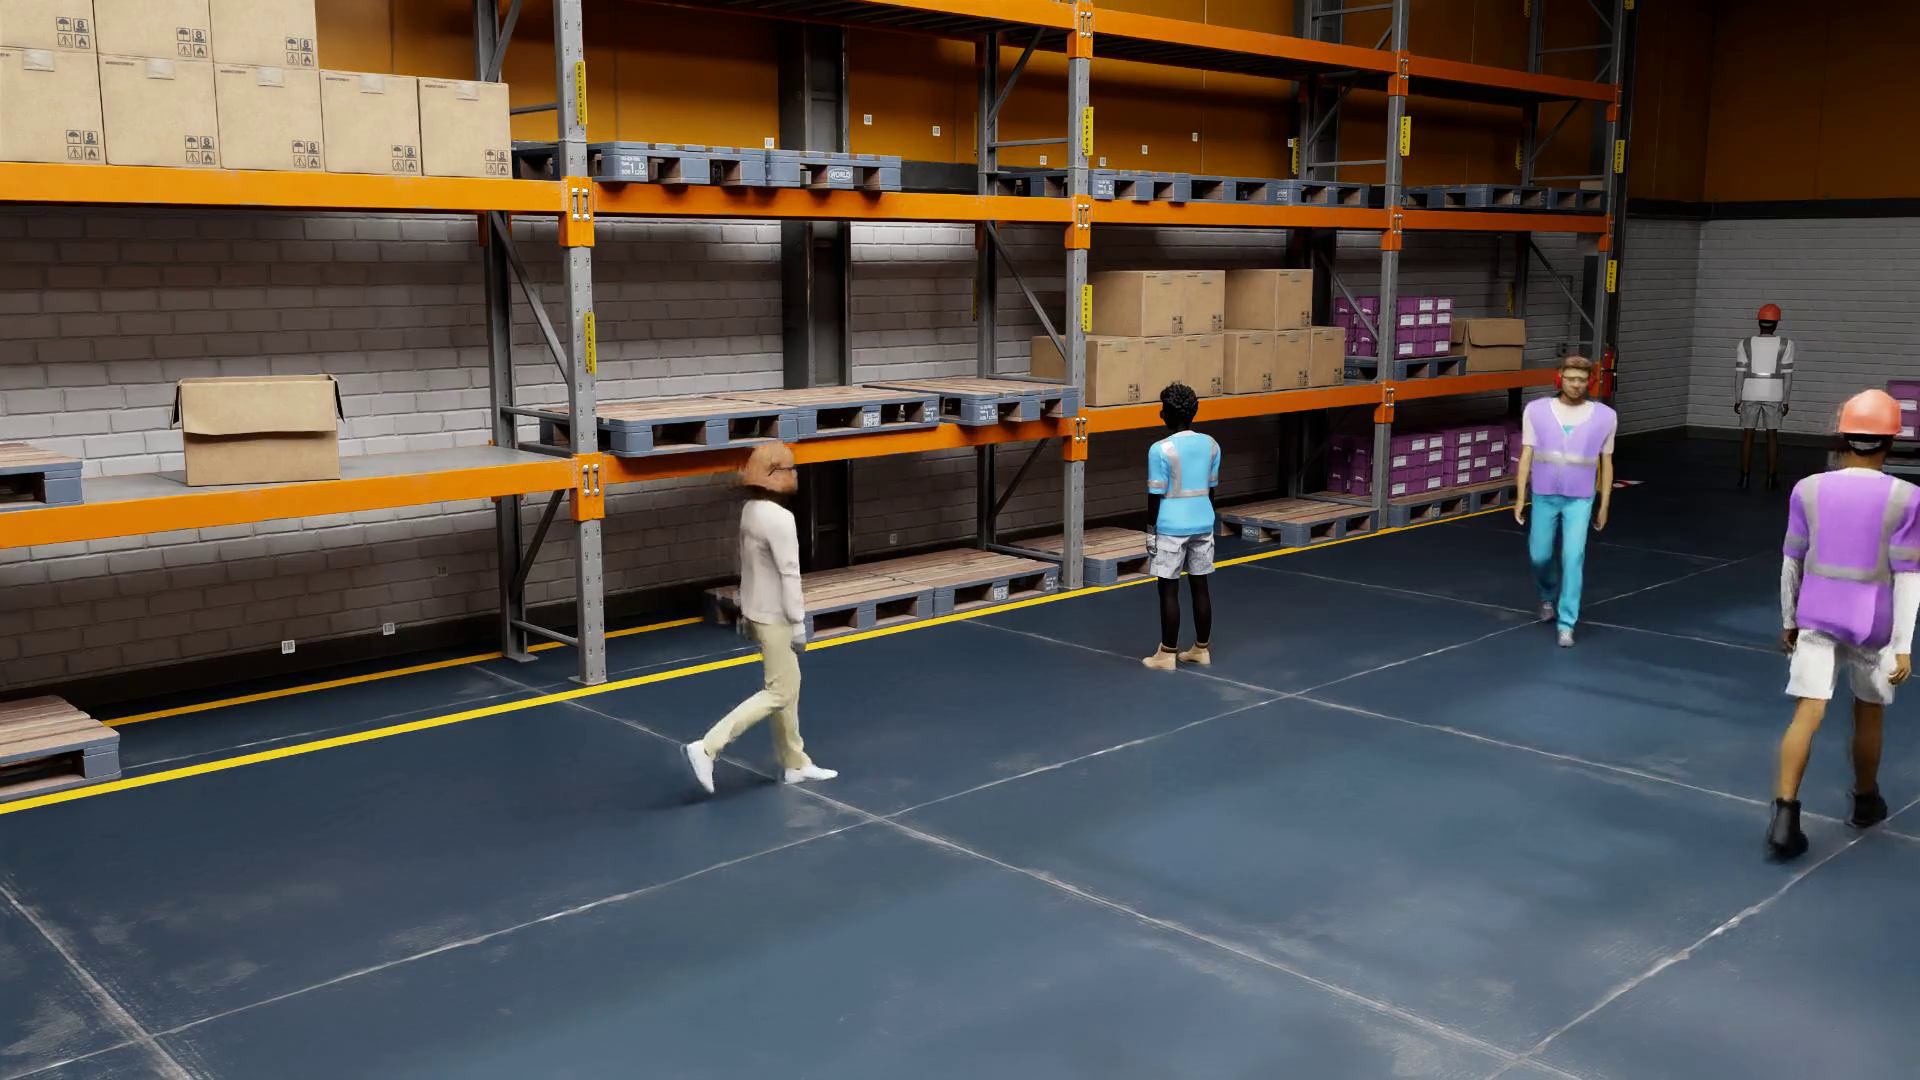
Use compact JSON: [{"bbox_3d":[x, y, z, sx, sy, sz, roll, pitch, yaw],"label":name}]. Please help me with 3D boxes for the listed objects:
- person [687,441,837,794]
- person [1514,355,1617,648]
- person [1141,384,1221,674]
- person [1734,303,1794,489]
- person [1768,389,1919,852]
[{"bbox_3d":[-0.897,0.356,7.495,0.679,1.614,0.507,-4,10,-22],"label":"person"},{"bbox_3d":[3.836,-0.271,10.572,0.580,1.822,0.723,4,11,24],"label":"person"},{"bbox_3d":[1.293,-0.062,9.727,0.534,1.694,0.320,-7,12,-34],"label":"person"},{"bbox_3d":[8.397,-1.498,17.410,0.547,1.938,0.377,5,11,29],"label":"person"},{"bbox_3d":[3.634,0.333,6.841,0.554,1.899,0.992,9,13,43],"label":"person"}]
